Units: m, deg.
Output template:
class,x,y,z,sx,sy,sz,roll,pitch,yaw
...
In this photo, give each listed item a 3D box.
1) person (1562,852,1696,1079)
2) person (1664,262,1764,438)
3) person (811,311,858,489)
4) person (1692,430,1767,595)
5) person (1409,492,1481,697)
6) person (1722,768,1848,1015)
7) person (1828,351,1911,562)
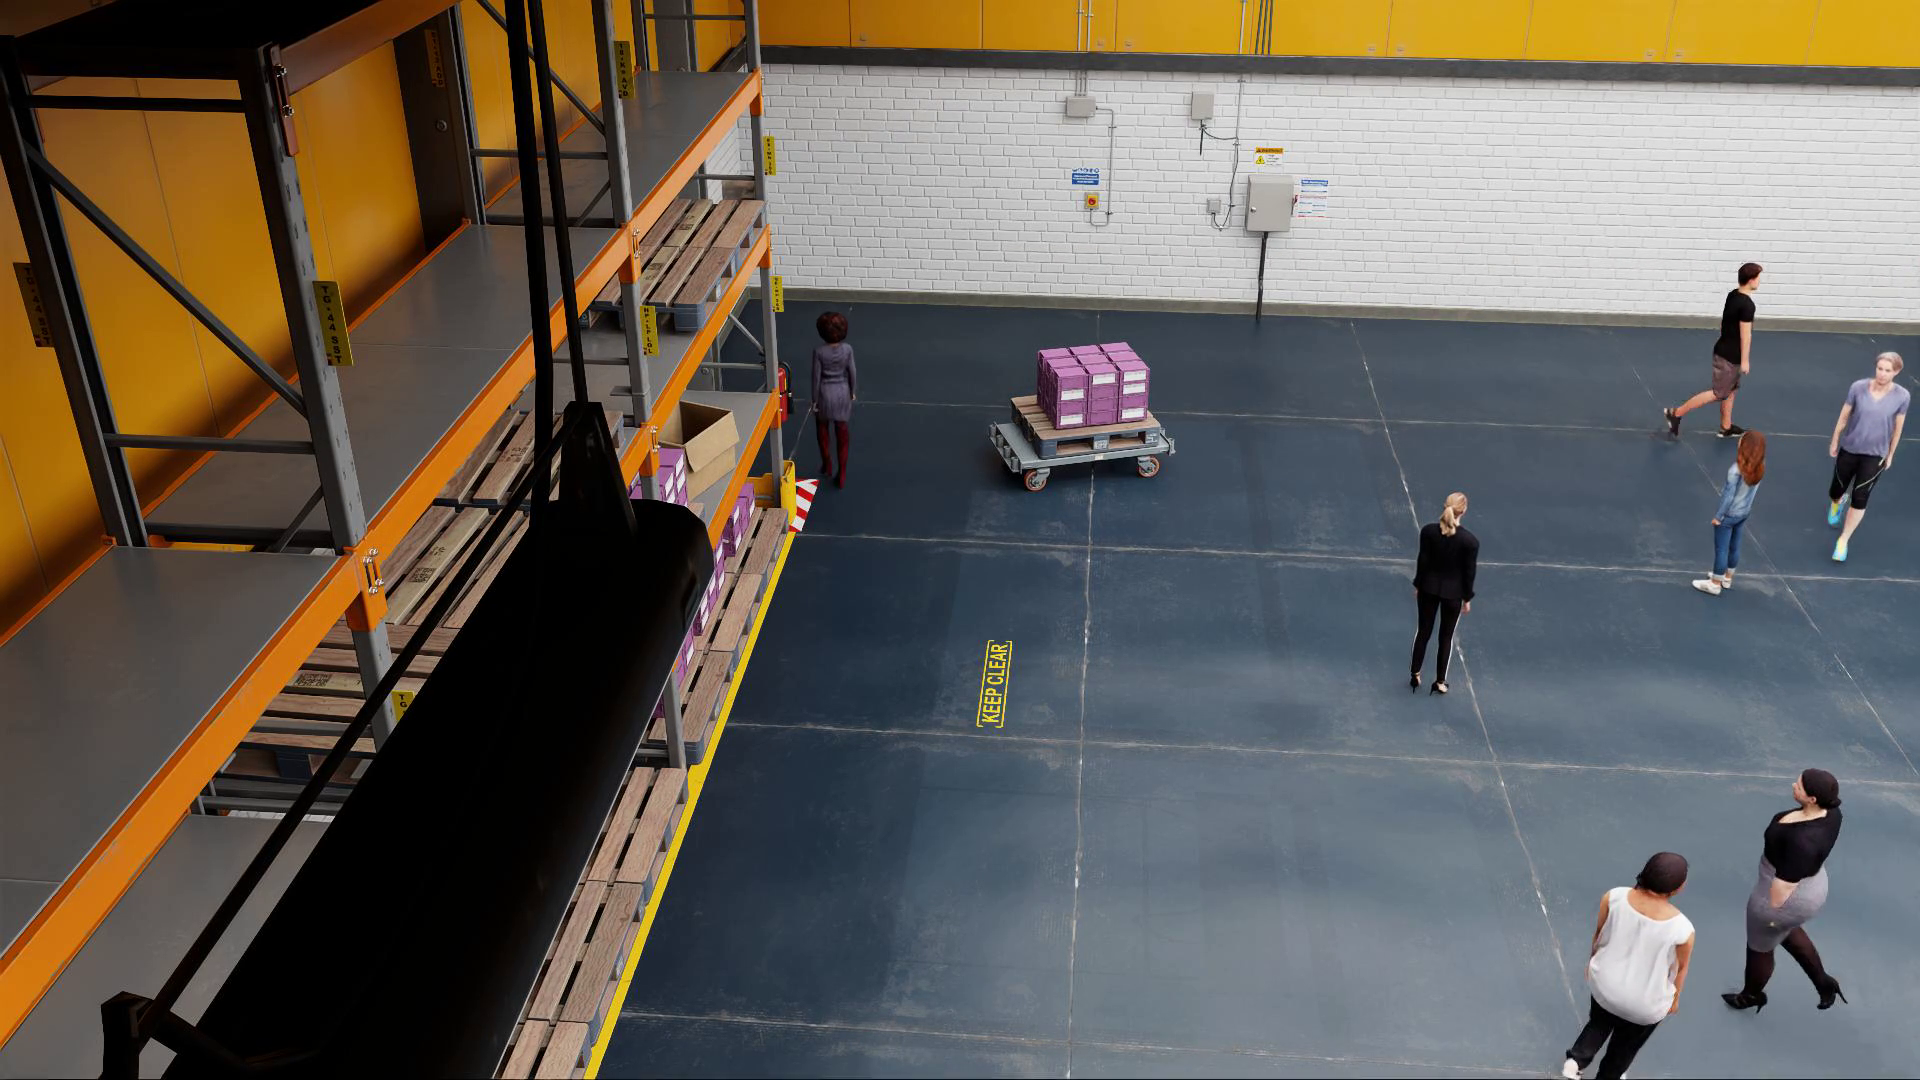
class,x,y,z,sx,sy,sz,roll,pitch,yaw
person,3.571,2.392,8.899,0.880,1.673,0.819,-24,37,-37
person,7.549,-1.844,16.487,0.774,1.842,1.081,4,29,7
person,-1.163,-1.277,15.600,0.723,1.697,0.759,-8,30,-15
person,6.490,-0.240,13.929,0.637,1.477,0.679,-18,33,-30
person,3.613,0.414,12.488,0.695,1.707,0.688,16,32,27
person,4.797,2.056,9.443,0.989,1.742,0.952,24,37,37
person,7.892,-0.783,14.515,0.978,1.869,1.158,18,34,30
